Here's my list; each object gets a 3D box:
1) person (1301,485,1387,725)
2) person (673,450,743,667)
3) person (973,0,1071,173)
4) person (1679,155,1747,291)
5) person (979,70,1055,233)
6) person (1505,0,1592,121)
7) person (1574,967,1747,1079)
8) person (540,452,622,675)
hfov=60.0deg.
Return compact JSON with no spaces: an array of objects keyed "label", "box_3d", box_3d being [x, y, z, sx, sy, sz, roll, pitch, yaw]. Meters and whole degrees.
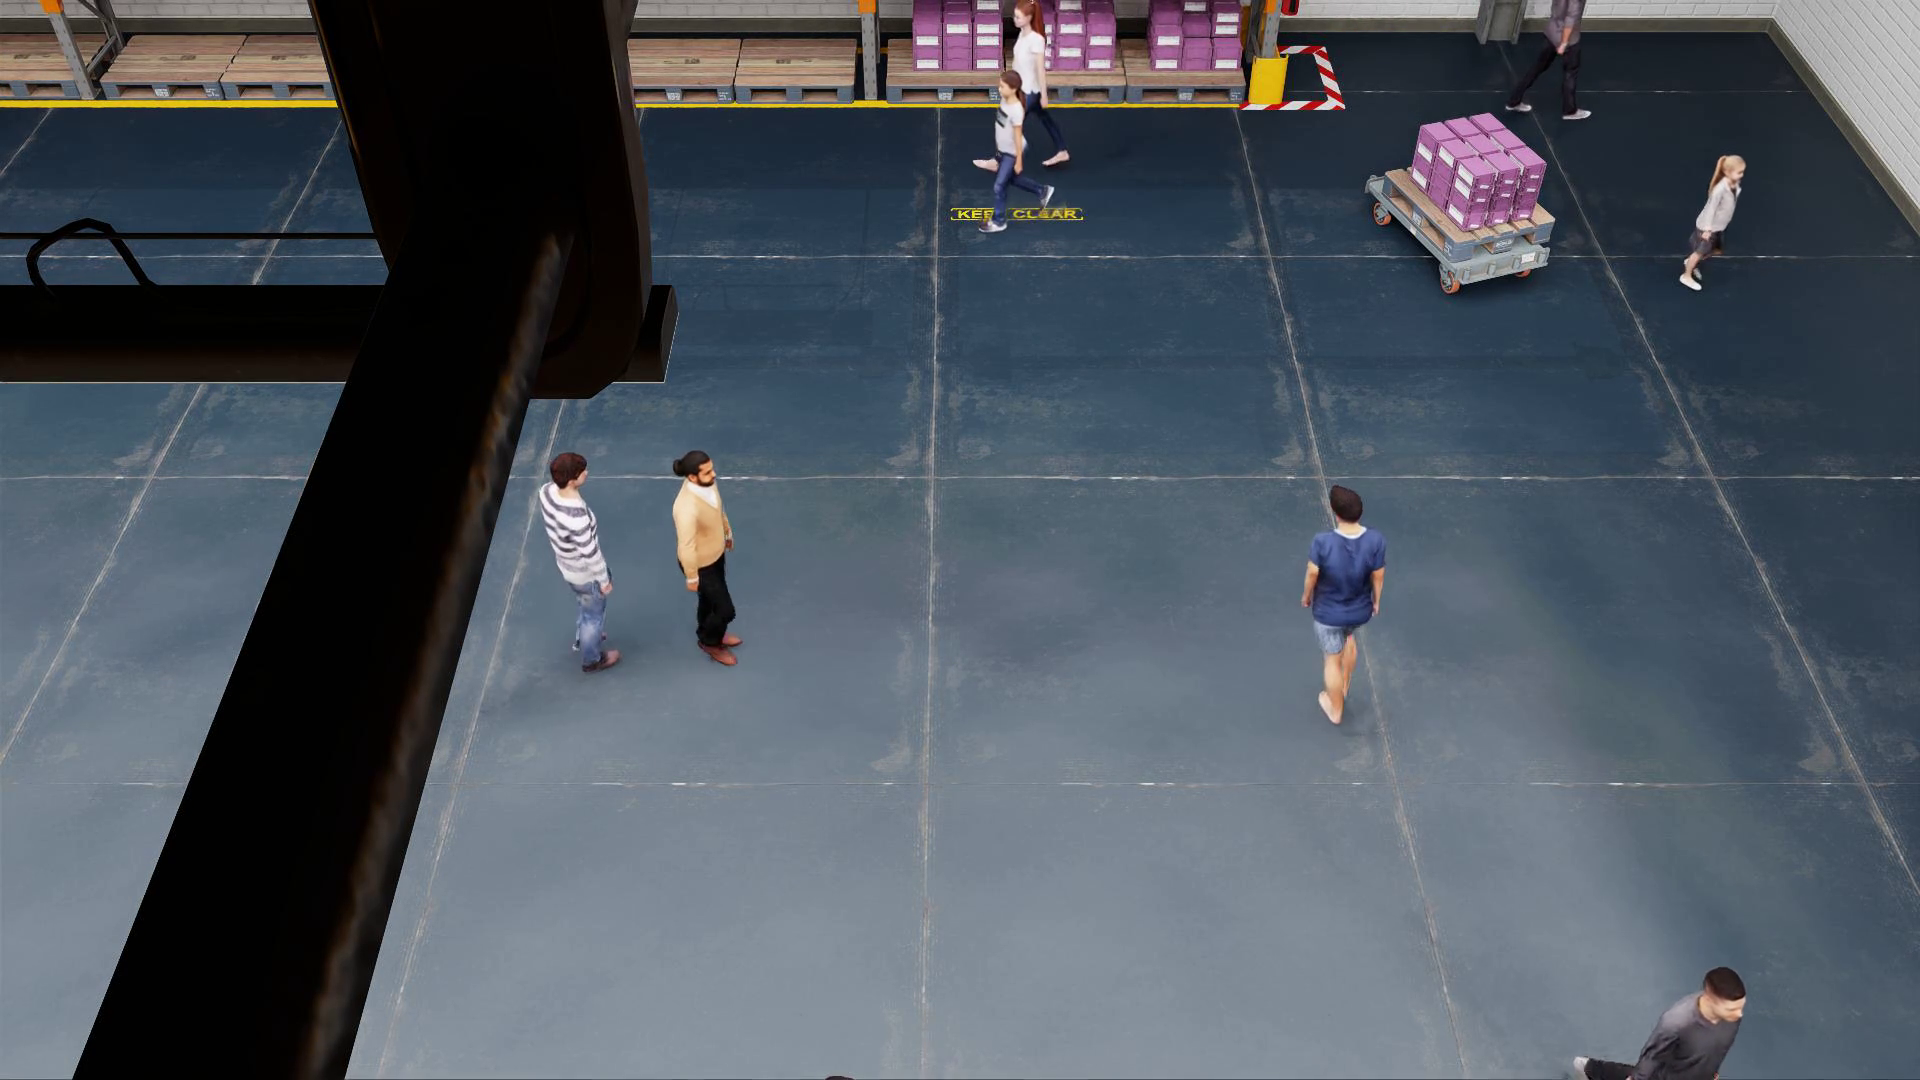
[{"label":"person","box_3d":[2.445,0.454,10.477,0.691,1.810,0.773,2,44,2]},{"label":"person","box_3d":[-1.747,0.101,10.898,0.660,1.741,0.713,7,44,7]},{"label":"person","box_3d":[0.751,-4.173,15.427,1.217,1.681,0.720,-7,44,-8]},{"label":"person","box_3d":[6.388,-2.738,14.222,0.625,1.265,0.687,-25,49,-24]},{"label":"person","box_3d":[0.523,-3.467,14.786,1.032,1.543,0.744,-13,45,-13]},{"label":"person","box_3d":[5.767,-4.936,16.128,1.074,1.819,0.772,-5,44,-5]},{"label":"person","box_3d":[3.520,2.586,8.295,1.129,1.734,1.038,-22,48,-22]},{"label":"person","box_3d":[-2.522,0.203,10.725,0.841,1.831,0.799,-28,50,-26]}]
